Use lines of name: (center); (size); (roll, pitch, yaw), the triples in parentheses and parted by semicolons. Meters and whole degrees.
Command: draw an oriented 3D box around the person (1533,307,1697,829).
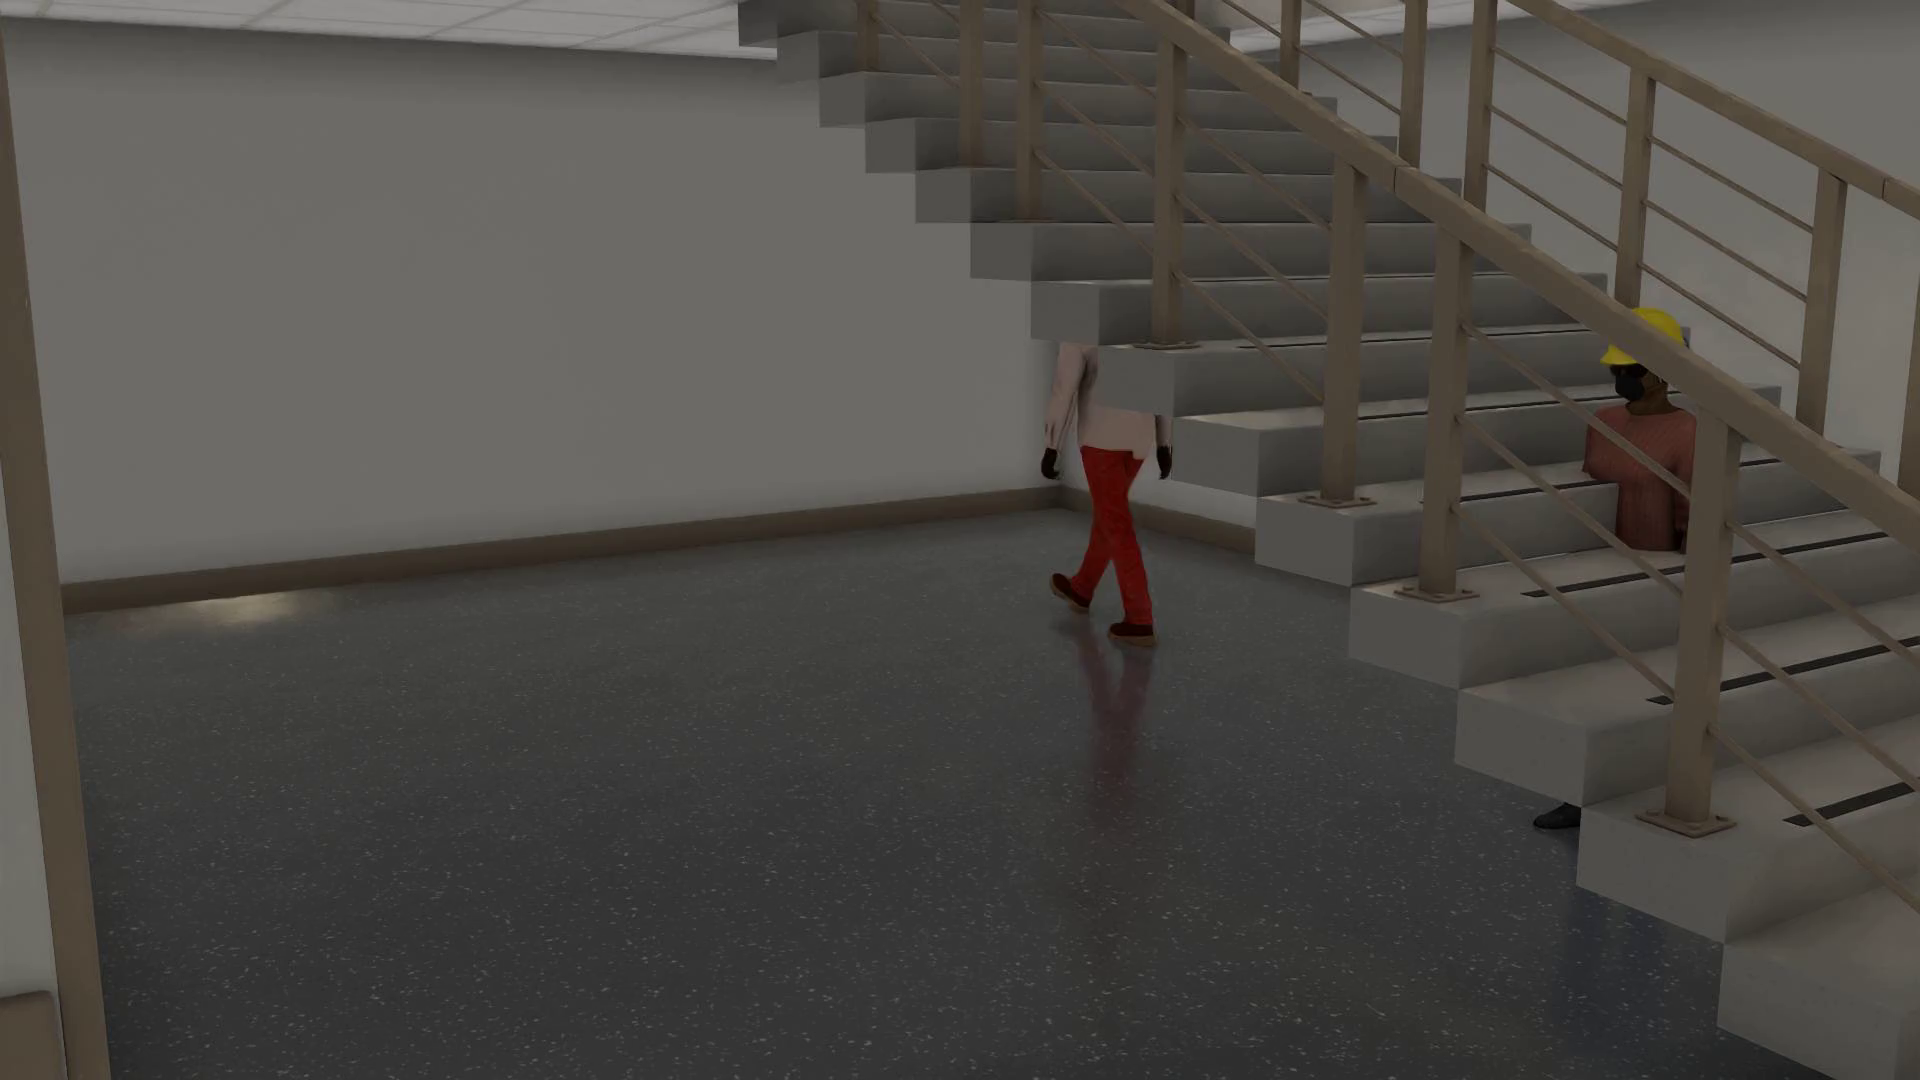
person: (2.145, 0.141, 5.340); (0.313, 1.767, 0.523); (-5, 12, -24)

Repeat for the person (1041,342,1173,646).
person: (0.710, -0.498, 8.221); (0.635, 1.942, 1.005); (-8, 13, -35)
